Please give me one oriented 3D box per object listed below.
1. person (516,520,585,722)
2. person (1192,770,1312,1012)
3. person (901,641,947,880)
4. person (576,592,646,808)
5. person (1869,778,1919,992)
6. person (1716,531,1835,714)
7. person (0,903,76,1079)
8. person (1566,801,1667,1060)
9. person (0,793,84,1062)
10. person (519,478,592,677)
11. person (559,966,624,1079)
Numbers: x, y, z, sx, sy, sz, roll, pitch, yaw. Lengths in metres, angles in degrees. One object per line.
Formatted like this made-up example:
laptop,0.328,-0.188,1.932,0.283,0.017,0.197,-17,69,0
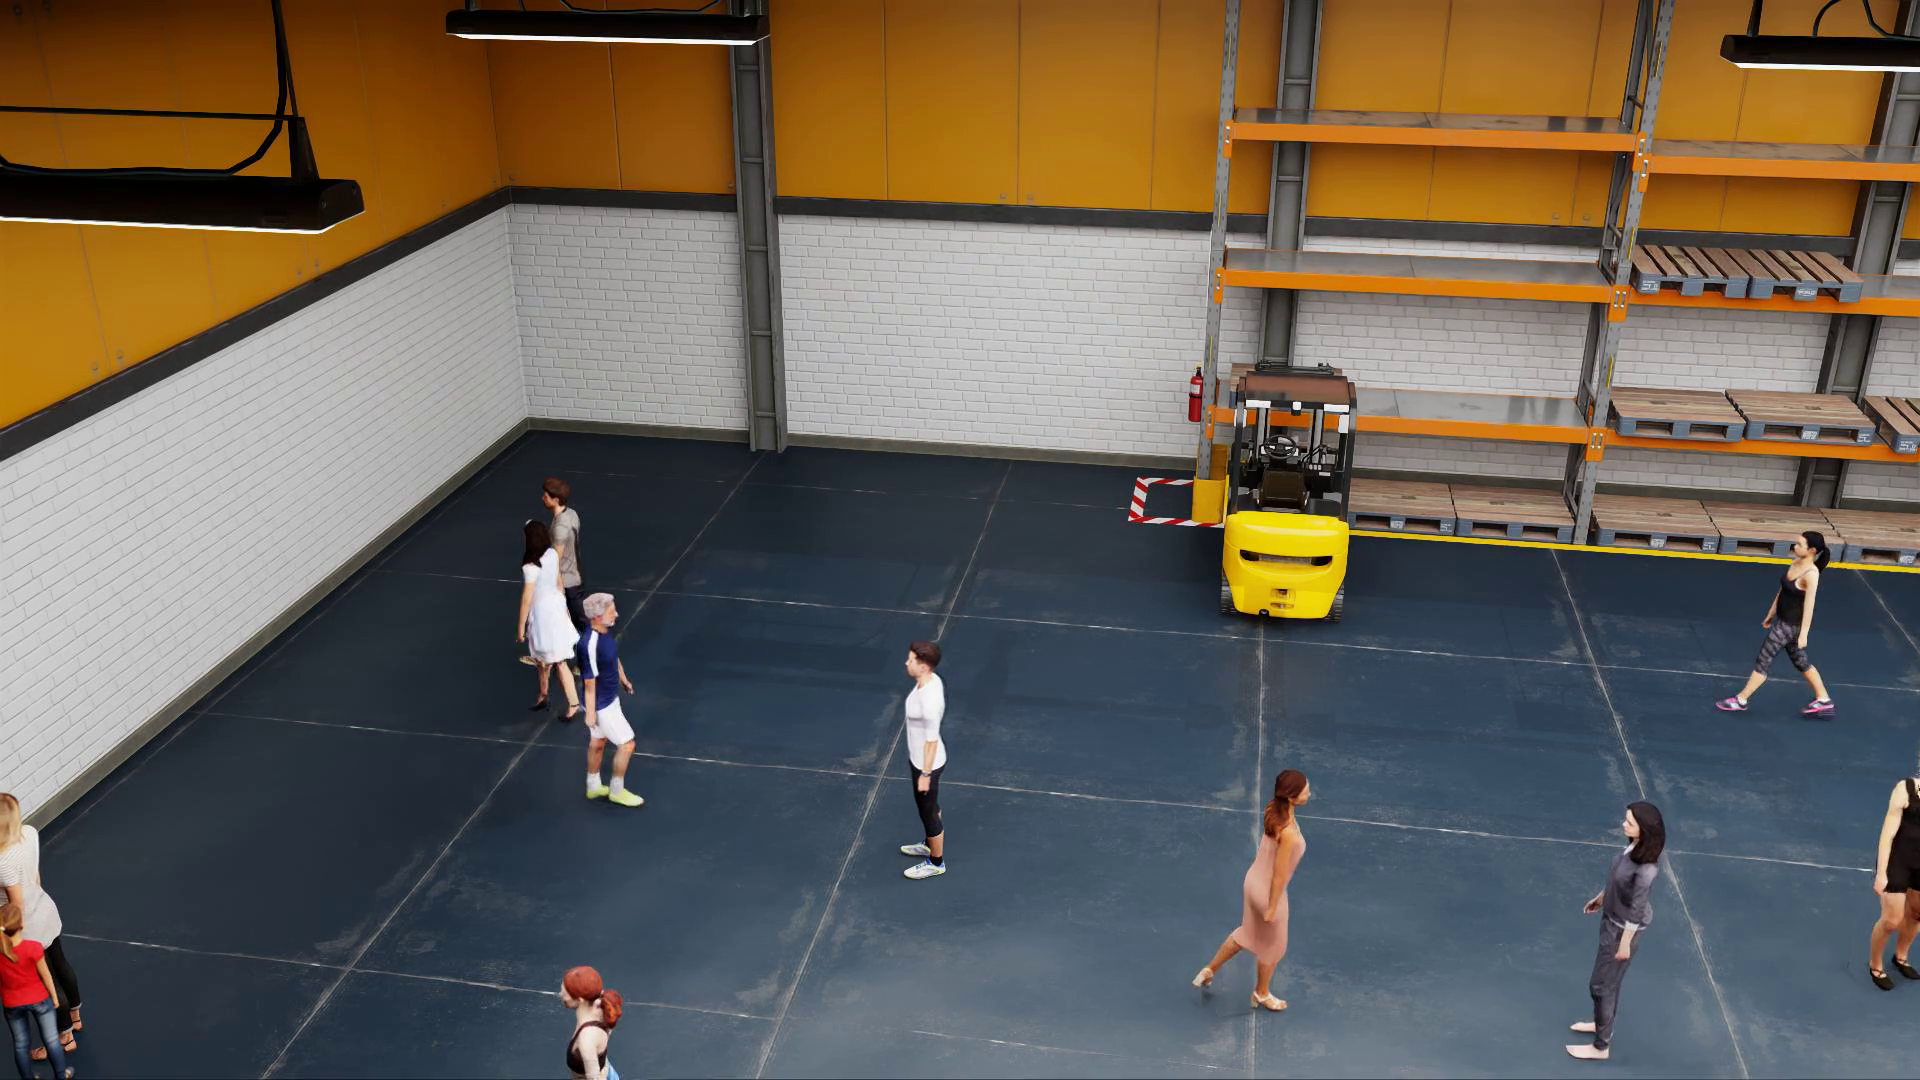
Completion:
person,-3.362,0.704,13.942,0.866,1.786,0.770,6,24,12
person,1.869,2.214,10.463,0.914,1.806,0.725,-3,24,-7
person,-0.241,1.554,11.916,0.646,1.851,0.728,-2,24,-5
person,-2.829,1.224,12.715,0.794,1.815,0.753,-4,24,-8
person,6.150,2.077,10.794,0.623,1.792,0.742,-2,24,-6
person,7.088,0.743,13.986,1.145,1.679,0.572,4,24,8
person,-5.547,2.739,9.882,0.517,1.309,0.597,-6,24,-14
person,4.104,2.364,10.178,0.627,1.758,0.651,7,25,15
person,-5.664,2.334,10.163,0.643,1.827,0.660,-4,24,-10
person,-3.362,0.351,14.650,1.096,1.866,0.895,-5,24,-12
person,-1.820,2.996,8.727,0.962,1.763,0.687,1,24,2
